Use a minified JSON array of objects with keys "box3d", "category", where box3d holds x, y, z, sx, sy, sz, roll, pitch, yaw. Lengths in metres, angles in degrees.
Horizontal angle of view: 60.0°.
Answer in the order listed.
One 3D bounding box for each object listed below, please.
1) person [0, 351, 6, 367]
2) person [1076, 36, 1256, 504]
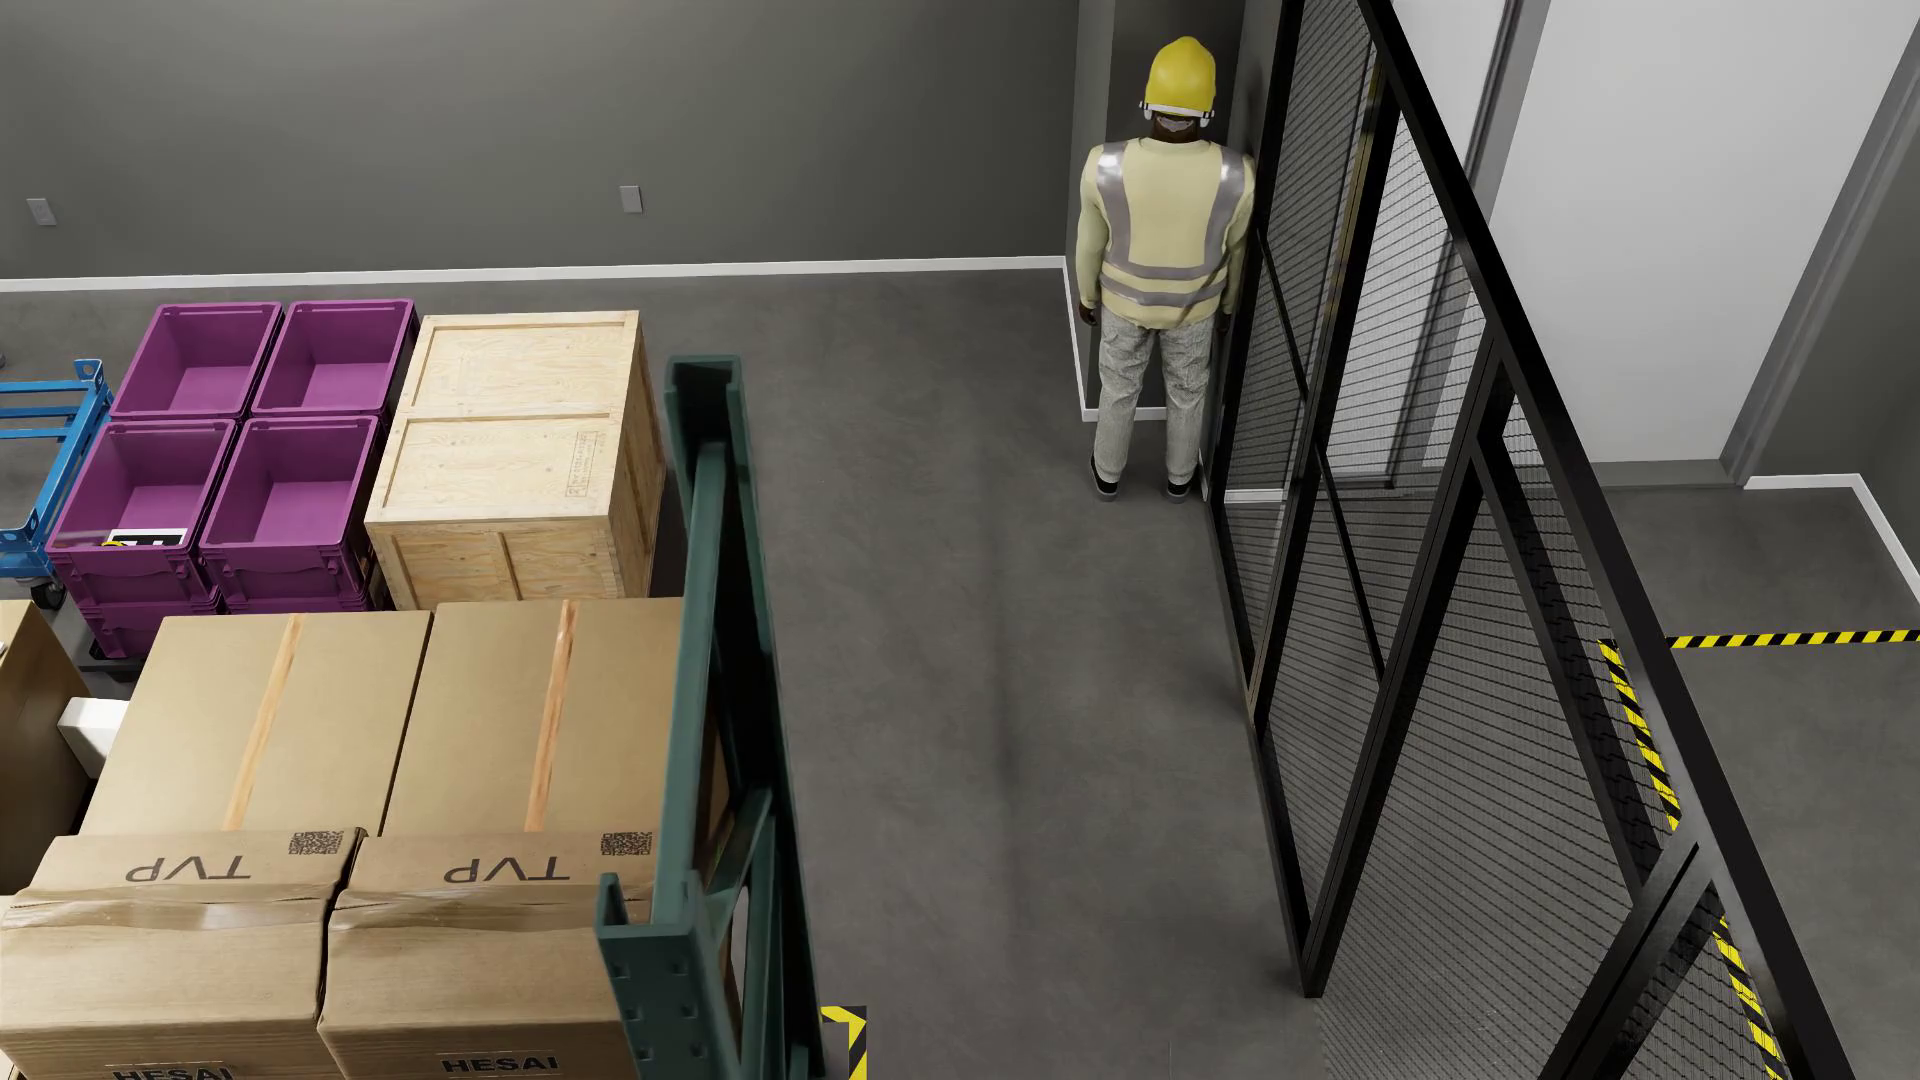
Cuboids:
[{"box3d":[-4.038,-1.266,5.966,0.372,1.940,0.630,-4,46,-3],"category":"person"},{"box3d":[0.682,-0.853,5.643,0.590,1.833,0.404,4,46,3],"category":"person"}]
